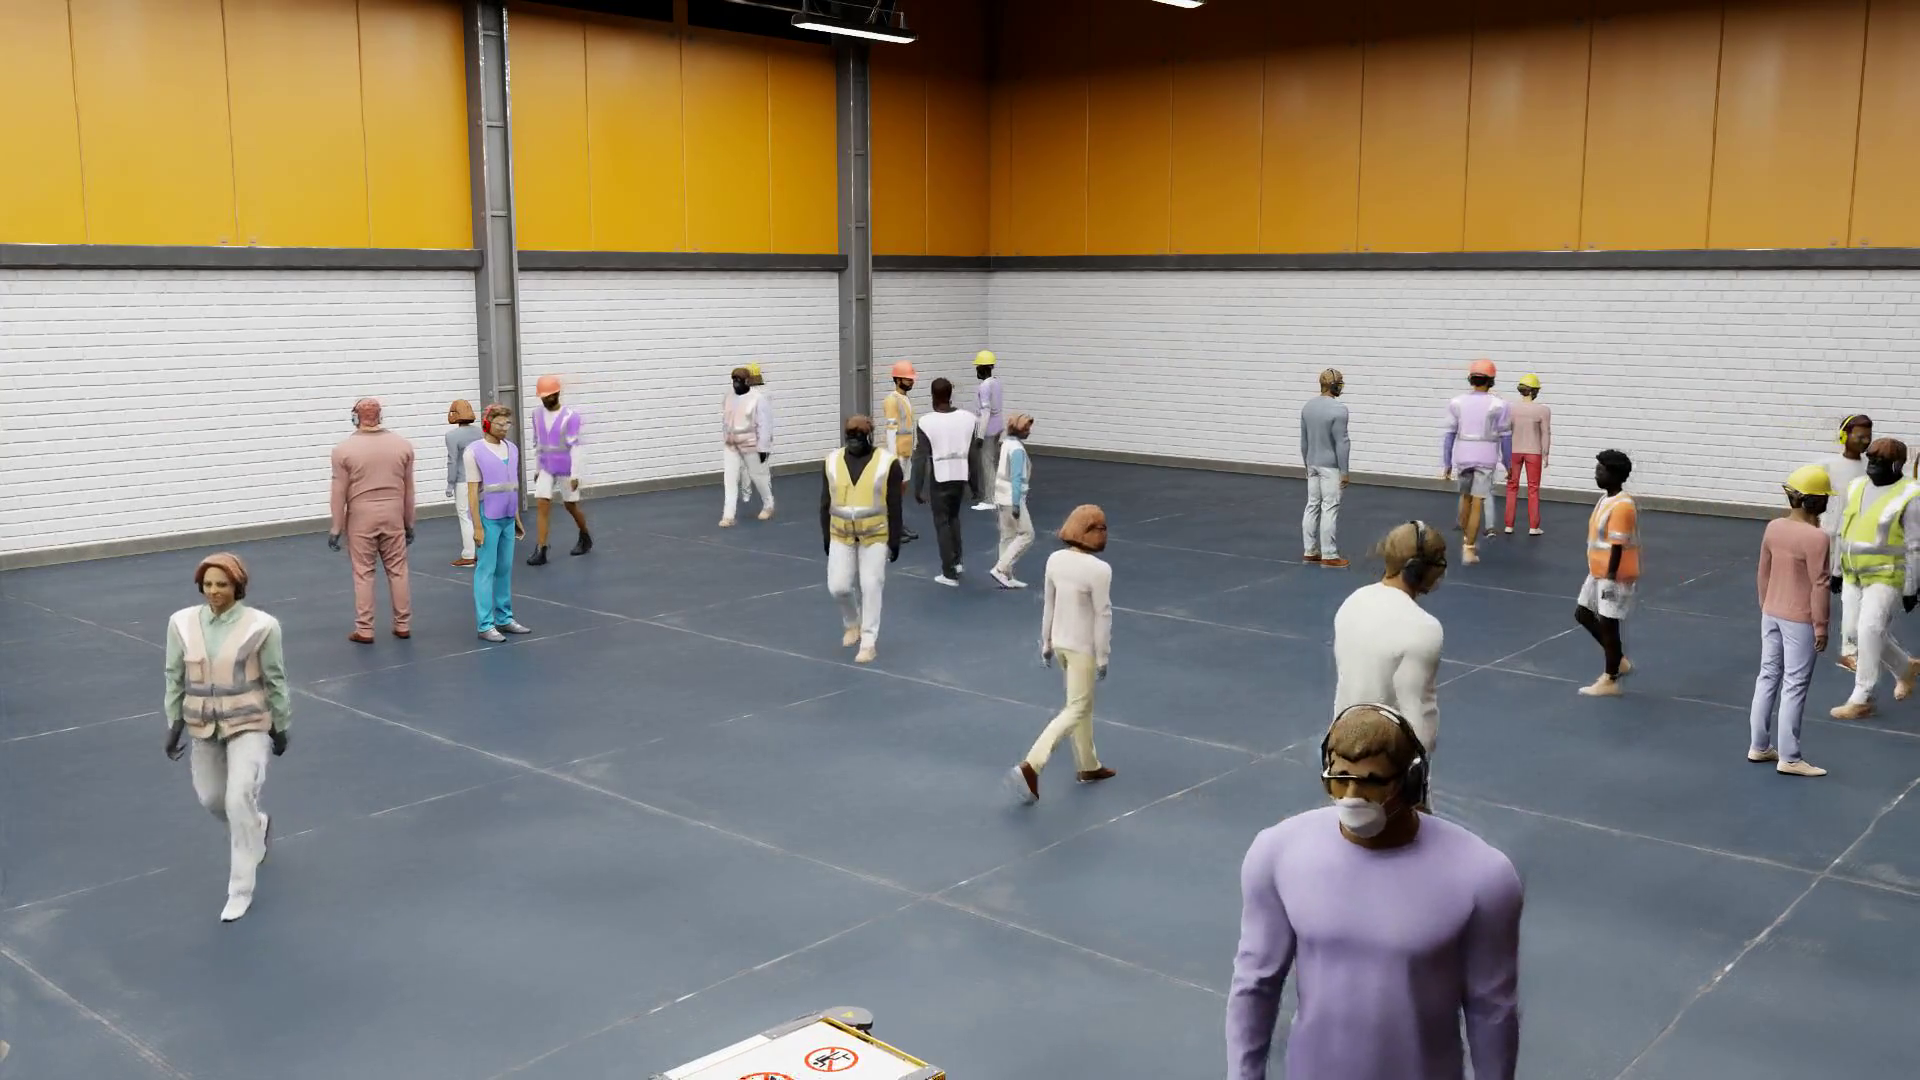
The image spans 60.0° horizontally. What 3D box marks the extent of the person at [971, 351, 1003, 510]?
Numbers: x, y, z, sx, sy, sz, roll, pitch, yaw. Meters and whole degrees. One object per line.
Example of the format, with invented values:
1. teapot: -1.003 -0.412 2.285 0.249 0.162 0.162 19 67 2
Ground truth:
1. person: 0.326 -1.321 20.107 0.371 1.929 0.584 3 10 18

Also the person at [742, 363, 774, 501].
1. person: -2.576 -1.349 20.860 0.483 1.745 0.299 0 9 1

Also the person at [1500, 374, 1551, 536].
1. person: 6.167 -0.929 18.158 0.526 1.765 0.329 5 10 30

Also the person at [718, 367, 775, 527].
1. person: -2.429 -1.082 19.000 0.634 1.808 0.930 4 10 25

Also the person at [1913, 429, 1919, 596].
1. person: 8.476 -0.394 14.470 0.328 1.872 0.514 -3 10 -20

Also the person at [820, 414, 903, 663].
1. person: -0.732 -0.019 12.244 0.643 1.827 0.450 2 9 11

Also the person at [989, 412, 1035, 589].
1. person: 0.491 -0.342 14.875 0.364 1.621 0.541 -2 9 -14

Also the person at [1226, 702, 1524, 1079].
1. person: 0.891 1.305 3.751 0.637 1.883 1.014 5 10 27

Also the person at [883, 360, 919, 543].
1. person: -0.608 -0.940 17.687 0.373 1.934 0.552 3 9 17

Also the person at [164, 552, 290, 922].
1. person: -3.283 0.835 7.540 0.513 1.610 0.705 0 9 3

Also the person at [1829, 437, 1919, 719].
1. person: 5.952 0.236 10.672 0.710 1.818 0.635 -2 9 -11

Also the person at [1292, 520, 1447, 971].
1. person: 1.578 0.871 6.387 0.532 1.920 0.659 -3 9 -17

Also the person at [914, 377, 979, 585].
1. person: -0.140 -0.539 15.290 0.621 1.896 0.543 -5 10 -29

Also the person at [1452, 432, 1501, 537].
1. person: 5.648 -0.827 18.093 0.502 1.596 0.794 0 9 -1

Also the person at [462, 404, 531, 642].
1. person: -3.628 -0.141 12.967 0.389 1.842 0.566 3 10 21

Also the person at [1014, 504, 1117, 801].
1. person: 0.588 0.603 9.054 0.765 1.603 0.502 -7 11 -36

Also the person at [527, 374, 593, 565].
1. person: -3.985 -0.722 16.513 0.568 1.883 1.003 3 10 18

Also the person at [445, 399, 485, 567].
1. person: -4.815 -0.556 16.218 0.286 1.634 0.500 5 10 28

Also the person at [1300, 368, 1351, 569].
1. person: 3.555 -0.693 16.128 0.359 1.938 0.635 -5 10 -26

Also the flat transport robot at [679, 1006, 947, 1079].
1. flat transport robot: -0.682 1.864 5.292 0.652 0.197 1.431 9 13 44

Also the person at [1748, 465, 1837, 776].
1. person: 4.768 0.452 9.481 0.316 1.767 0.535 -2 9 -9

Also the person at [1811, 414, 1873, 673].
1. person: 6.390 -0.005 12.094 0.524 1.846 0.782 0 9 2

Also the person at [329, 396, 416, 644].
1. person: -4.530 -0.155 12.853 0.658 1.905 0.403 -7 12 -39

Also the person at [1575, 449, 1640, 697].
1. person: 4.336 0.231 11.130 0.361 1.685 0.535 1 9 6

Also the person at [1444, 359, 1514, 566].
1. person: 5.149 -0.778 16.449 0.618 2.008 0.909 7 12 38
